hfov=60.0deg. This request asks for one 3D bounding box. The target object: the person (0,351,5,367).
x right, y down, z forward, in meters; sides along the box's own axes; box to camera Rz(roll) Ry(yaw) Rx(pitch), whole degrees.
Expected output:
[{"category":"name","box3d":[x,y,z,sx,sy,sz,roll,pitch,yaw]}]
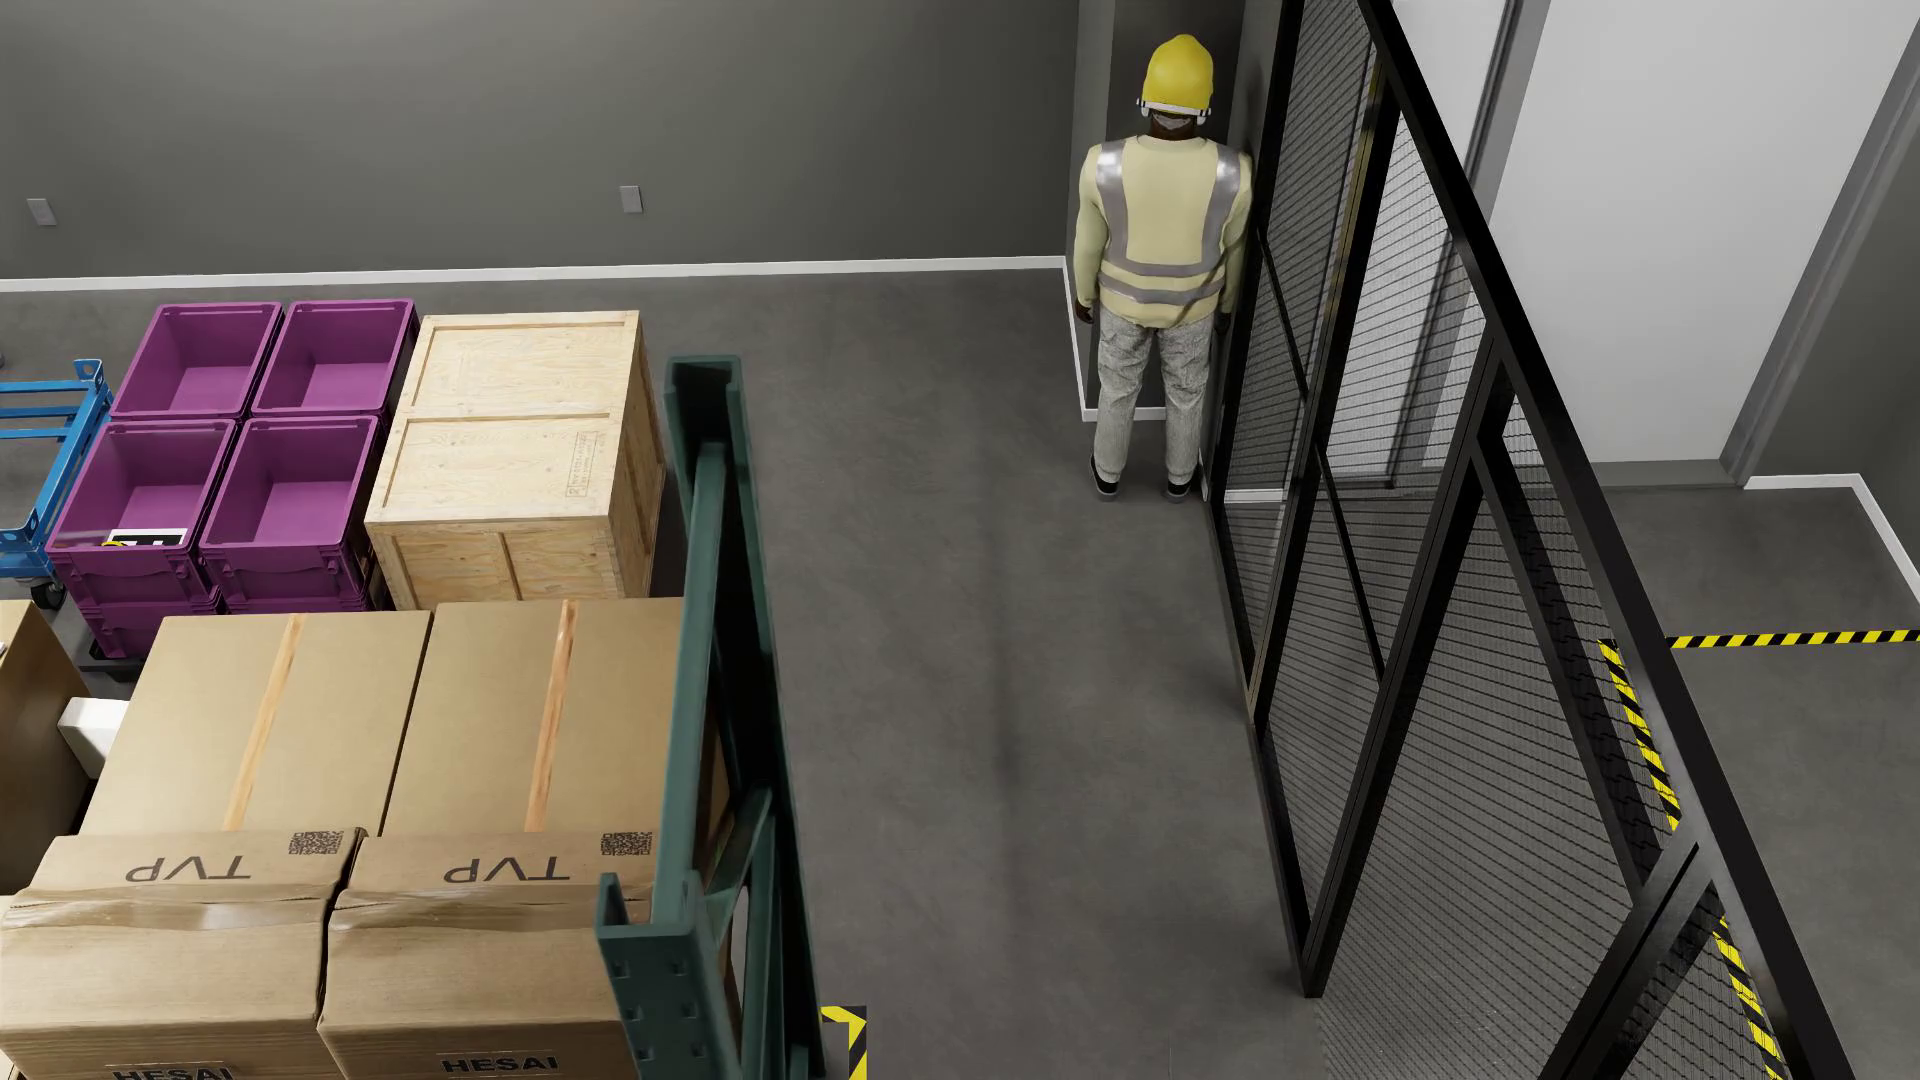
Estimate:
[{"category":"person","box3d":[-4.037,-1.272,5.972,0.372,1.939,0.627,-3,46,-3]}]

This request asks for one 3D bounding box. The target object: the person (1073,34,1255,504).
[{"category":"person","box3d":[0.674,-0.860,5.648,0.588,1.834,0.403,4,46,4]}]
